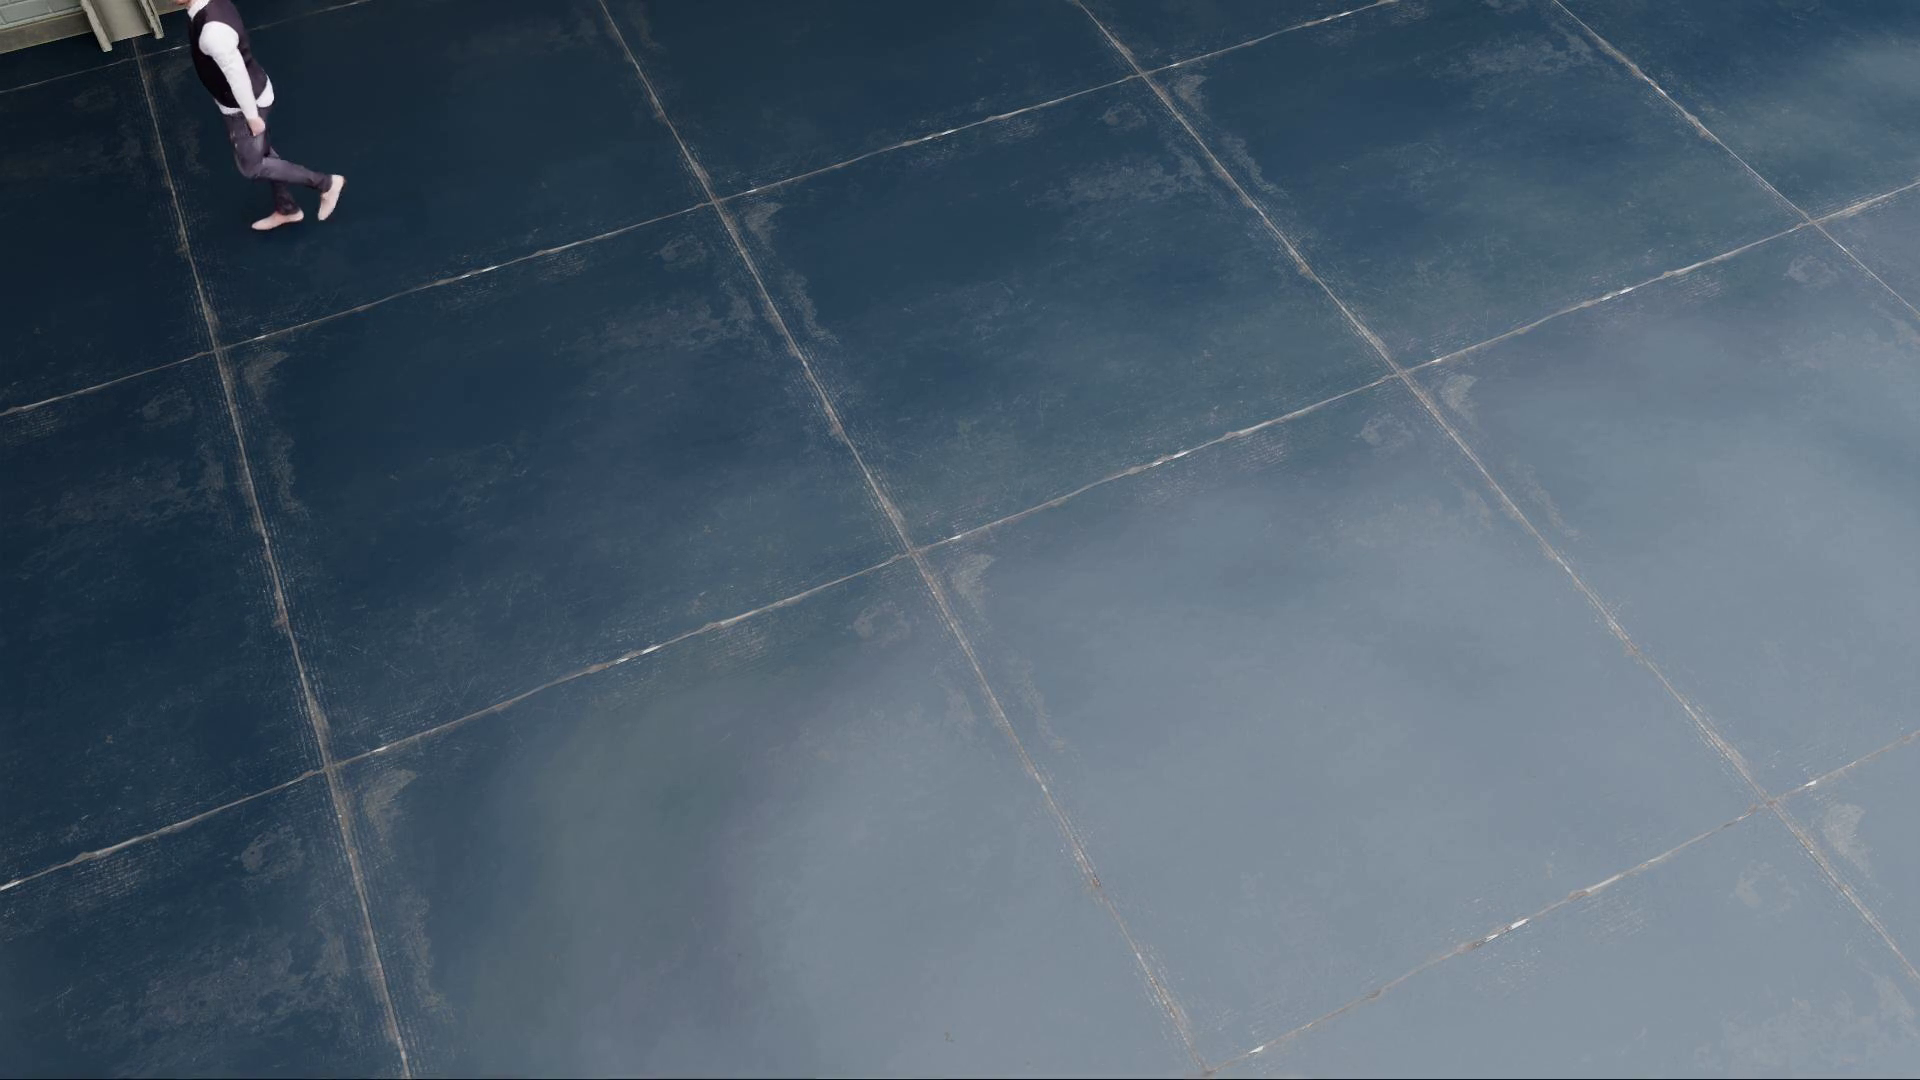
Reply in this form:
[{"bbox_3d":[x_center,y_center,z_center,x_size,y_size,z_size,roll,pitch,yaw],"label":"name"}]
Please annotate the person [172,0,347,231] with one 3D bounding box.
[{"bbox_3d":[-3.965,-2.499,9.408,0.844,1.808,0.705,-18,54,-13],"label":"person"}]
